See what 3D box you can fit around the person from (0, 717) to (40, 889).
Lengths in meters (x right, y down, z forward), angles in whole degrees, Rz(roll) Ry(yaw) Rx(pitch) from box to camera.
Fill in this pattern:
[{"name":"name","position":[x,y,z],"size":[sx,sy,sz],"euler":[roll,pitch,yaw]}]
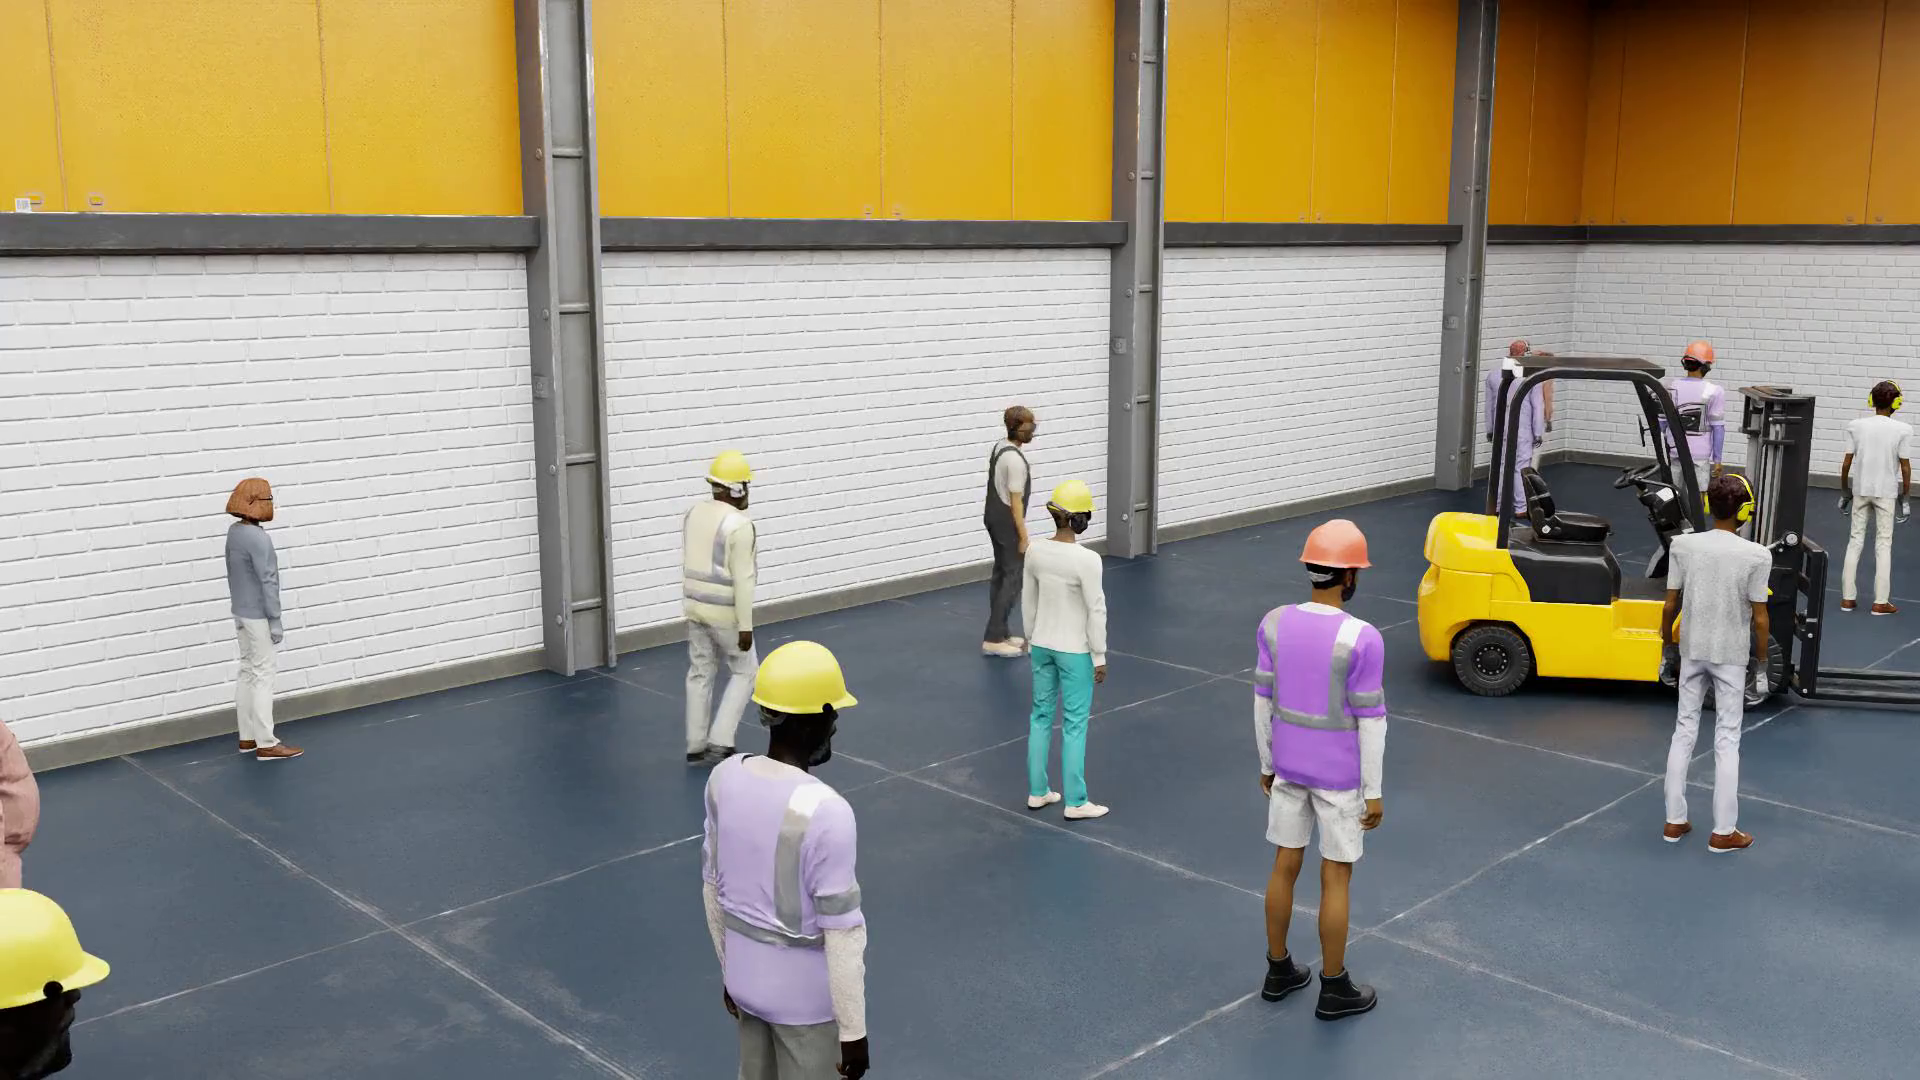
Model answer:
[{"name":"person","position":[-3.199,1.082,5.414],"size":[0.403,1.906,0.652],"euler":[-10,14,-44]}]

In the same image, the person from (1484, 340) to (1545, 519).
[{"name":"person","position":[5.927,-1.181,17.750],"size":[0.403,1.906,0.652],"euler":[-10,14,-44]}]

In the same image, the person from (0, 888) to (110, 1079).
[{"name":"person","position":[-1.723,1.547,2.936],"size":[0.593,1.893,0.548],"euler":[10,14,42]}]

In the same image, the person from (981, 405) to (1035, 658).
[{"name":"person","position":[0.314,-0.066,11.964],"size":[0.414,1.814,0.549],"euler":[-3,11,-15]}]

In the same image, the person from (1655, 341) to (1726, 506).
[{"name":"person","position":[6.734,-0.808,15.343],"size":[0.391,2.040,0.615],"euler":[-10,14,-44]}]

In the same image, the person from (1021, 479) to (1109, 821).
[{"name":"person","position":[0.556,0.563,8.623],"size":[0.326,1.767,0.533],"euler":[-10,14,-44]}]

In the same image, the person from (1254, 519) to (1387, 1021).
[{"name":"person","position":[1.410,0.878,6.446],"size":[0.378,1.932,0.551],"euler":[-10,14,-44]}]

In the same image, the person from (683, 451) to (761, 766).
[{"name":"person","position":[-1.351,0.397,9.453],"size":[0.601,1.802,0.505],"euler":[10,14,42]}]

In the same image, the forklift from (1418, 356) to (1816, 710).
[{"name":"forklift","position":[4.276,-0.101,11.076],"size":[2.313,2.155,1.214],"euler":[2,11,13]}]

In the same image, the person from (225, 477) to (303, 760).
[{"name":"person","position":[-4.051,0.449,9.605],"size":[0.266,1.631,0.507],"euler":[-10,14,-44]}]

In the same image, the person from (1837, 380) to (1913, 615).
[{"name":"person","position":[7.296,-0.337,13.265],"size":[0.309,1.864,0.534],"euler":[-10,14,-44]}]

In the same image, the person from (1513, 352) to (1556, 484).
[{"name":"person","position":[6.898,-1.452,20.035],"size":[0.404,1.615,0.559],"euler":[-3,11,-15]}]

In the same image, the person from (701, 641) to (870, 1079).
[{"name":"person","position":[-0.453,1.221,4.598],"size":[0.382,1.924,0.594],"euler":[-10,14,-44]}]

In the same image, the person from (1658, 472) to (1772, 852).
[{"name":"person","position":[3.706,0.594,8.174],"size":[0.309,1.868,0.534],"euler":[-10,14,-44]}]
